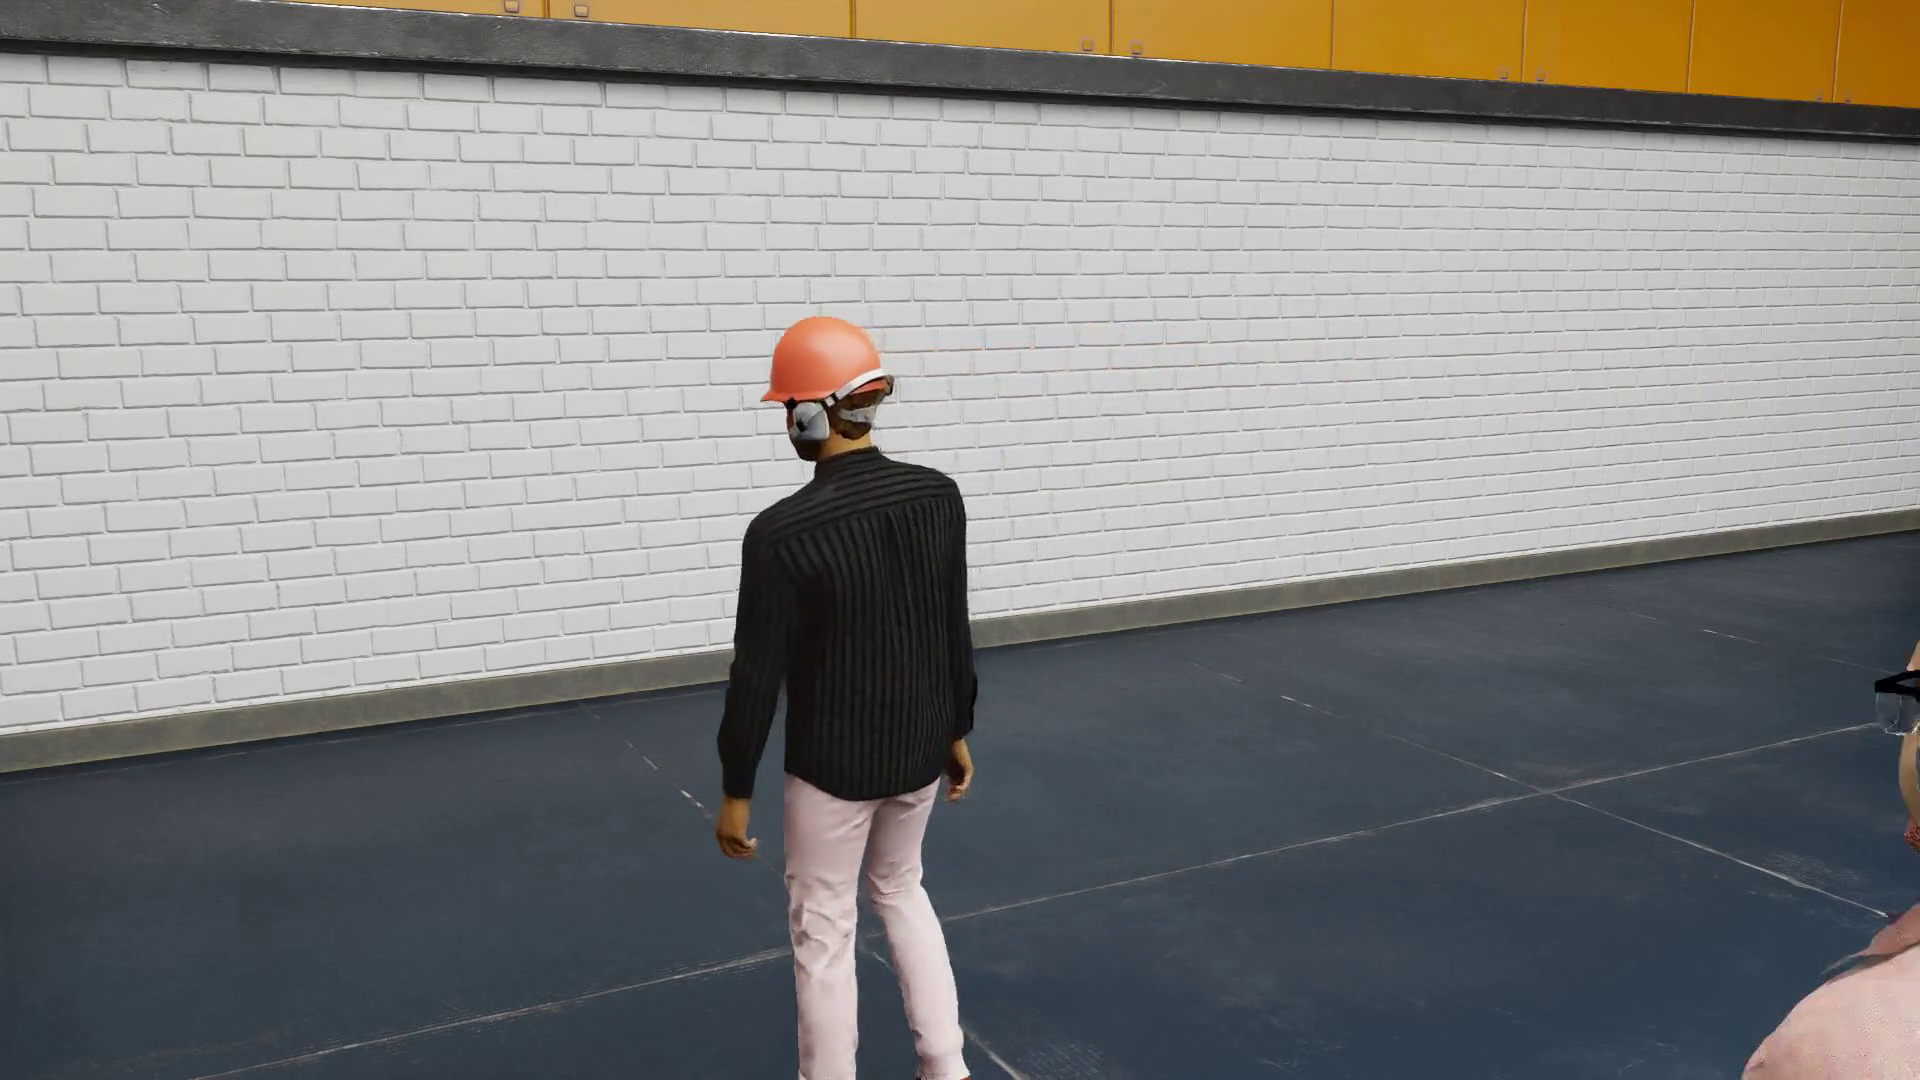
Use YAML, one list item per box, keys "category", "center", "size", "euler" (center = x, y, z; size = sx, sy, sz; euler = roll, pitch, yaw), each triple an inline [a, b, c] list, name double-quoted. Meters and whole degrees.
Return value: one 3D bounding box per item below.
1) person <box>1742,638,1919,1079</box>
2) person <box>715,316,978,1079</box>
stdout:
- category: "person"
  center: [0.879, 0.937, 1.471]
  size: [0.667, 1.890, 0.442]
  euler: [-4, 10, -19]
- category: "person"
  center: [-0.247, 0.486, 3.796]
  size: [0.662, 1.985, 0.431]
  euler: [-9, 14, -43]
